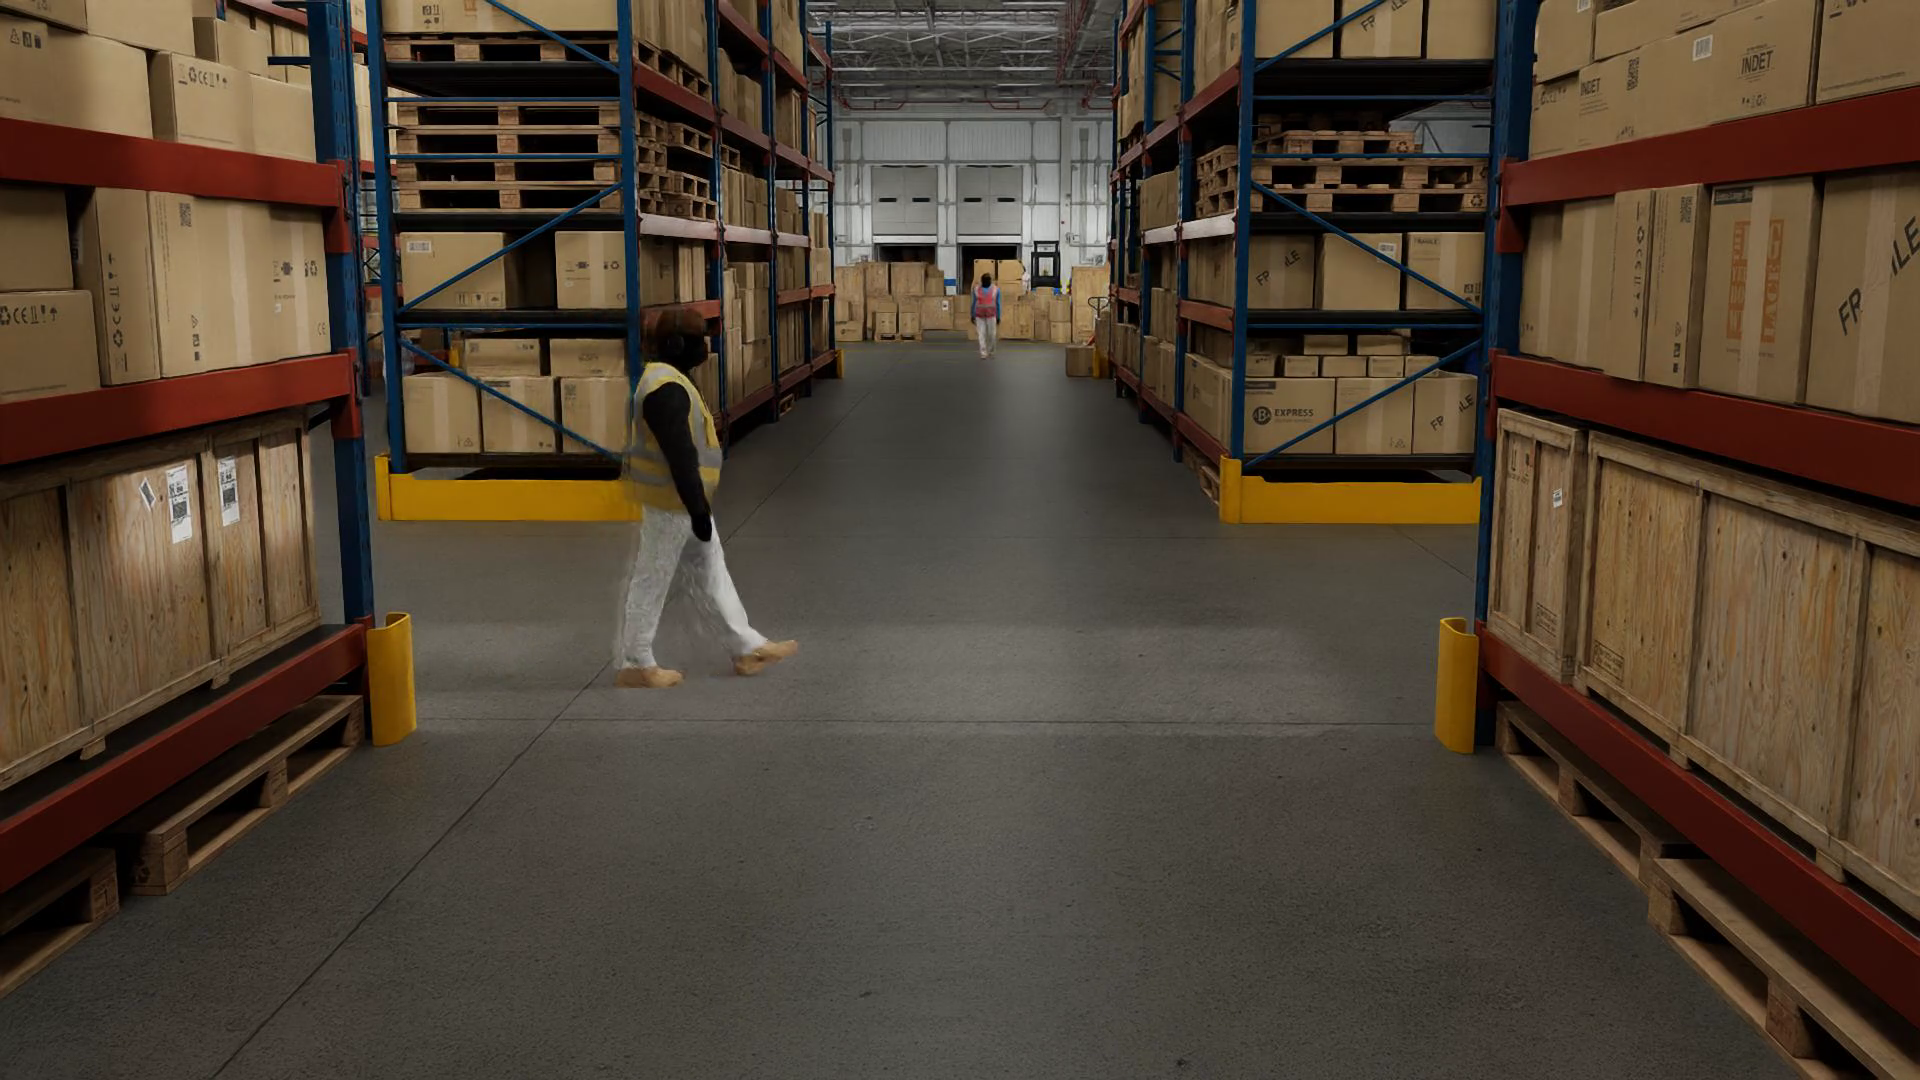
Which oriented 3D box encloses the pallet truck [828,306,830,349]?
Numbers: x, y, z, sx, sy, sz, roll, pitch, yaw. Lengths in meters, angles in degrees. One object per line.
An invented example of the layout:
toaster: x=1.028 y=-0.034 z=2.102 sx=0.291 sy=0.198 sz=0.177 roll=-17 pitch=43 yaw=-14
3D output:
pallet truck: x=-3.100 y=-3.940 z=29.800 sx=1.885 sy=1.965 sz=0.823 roll=3 pitch=10 yaw=19

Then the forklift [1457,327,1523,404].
forklift: x=7.026 y=-3.339 z=23.565 sx=1.873 sy=2.768 sz=1.129 roll=-3 pitch=10 yaw=-15

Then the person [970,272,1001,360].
person: x=0.528 y=-4.644 z=34.560 sx=0.632 sy=1.827 sz=0.470 roll=1 pitch=10 yaw=5

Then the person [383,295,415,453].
person: x=-5.778 y=-1.680 z=17.190 sx=0.349 sy=1.692 sz=0.542 roll=-3 pitch=10 yaw=-16

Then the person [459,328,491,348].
person: x=-7.964 y=-3.503 z=27.424 sx=0.571 sy=1.913 sz=0.780 roll=0 pitch=9 yaw=-1

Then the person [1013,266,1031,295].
person: x=2.101 y=-8.347 z=56.398 sx=0.629 sy=1.933 sz=0.379 roll=-3 pitch=10 yaw=-15

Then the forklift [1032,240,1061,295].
forklift: x=3.172 y=-9.648 z=61.356 sx=1.129 sy=2.768 sz=1.873 roll=0 pitch=9 yaw=1

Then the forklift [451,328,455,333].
forklift: x=-13.067 y=-6.287 z=41.220 sx=1.129 sy=2.768 sz=1.873 roll=0 pitch=9 yaw=1

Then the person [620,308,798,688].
person: x=-1.217 y=-0.183 z=7.875 sx=0.910 sy=1.800 sz=0.662 roll=-1 pitch=10 yaw=-5
